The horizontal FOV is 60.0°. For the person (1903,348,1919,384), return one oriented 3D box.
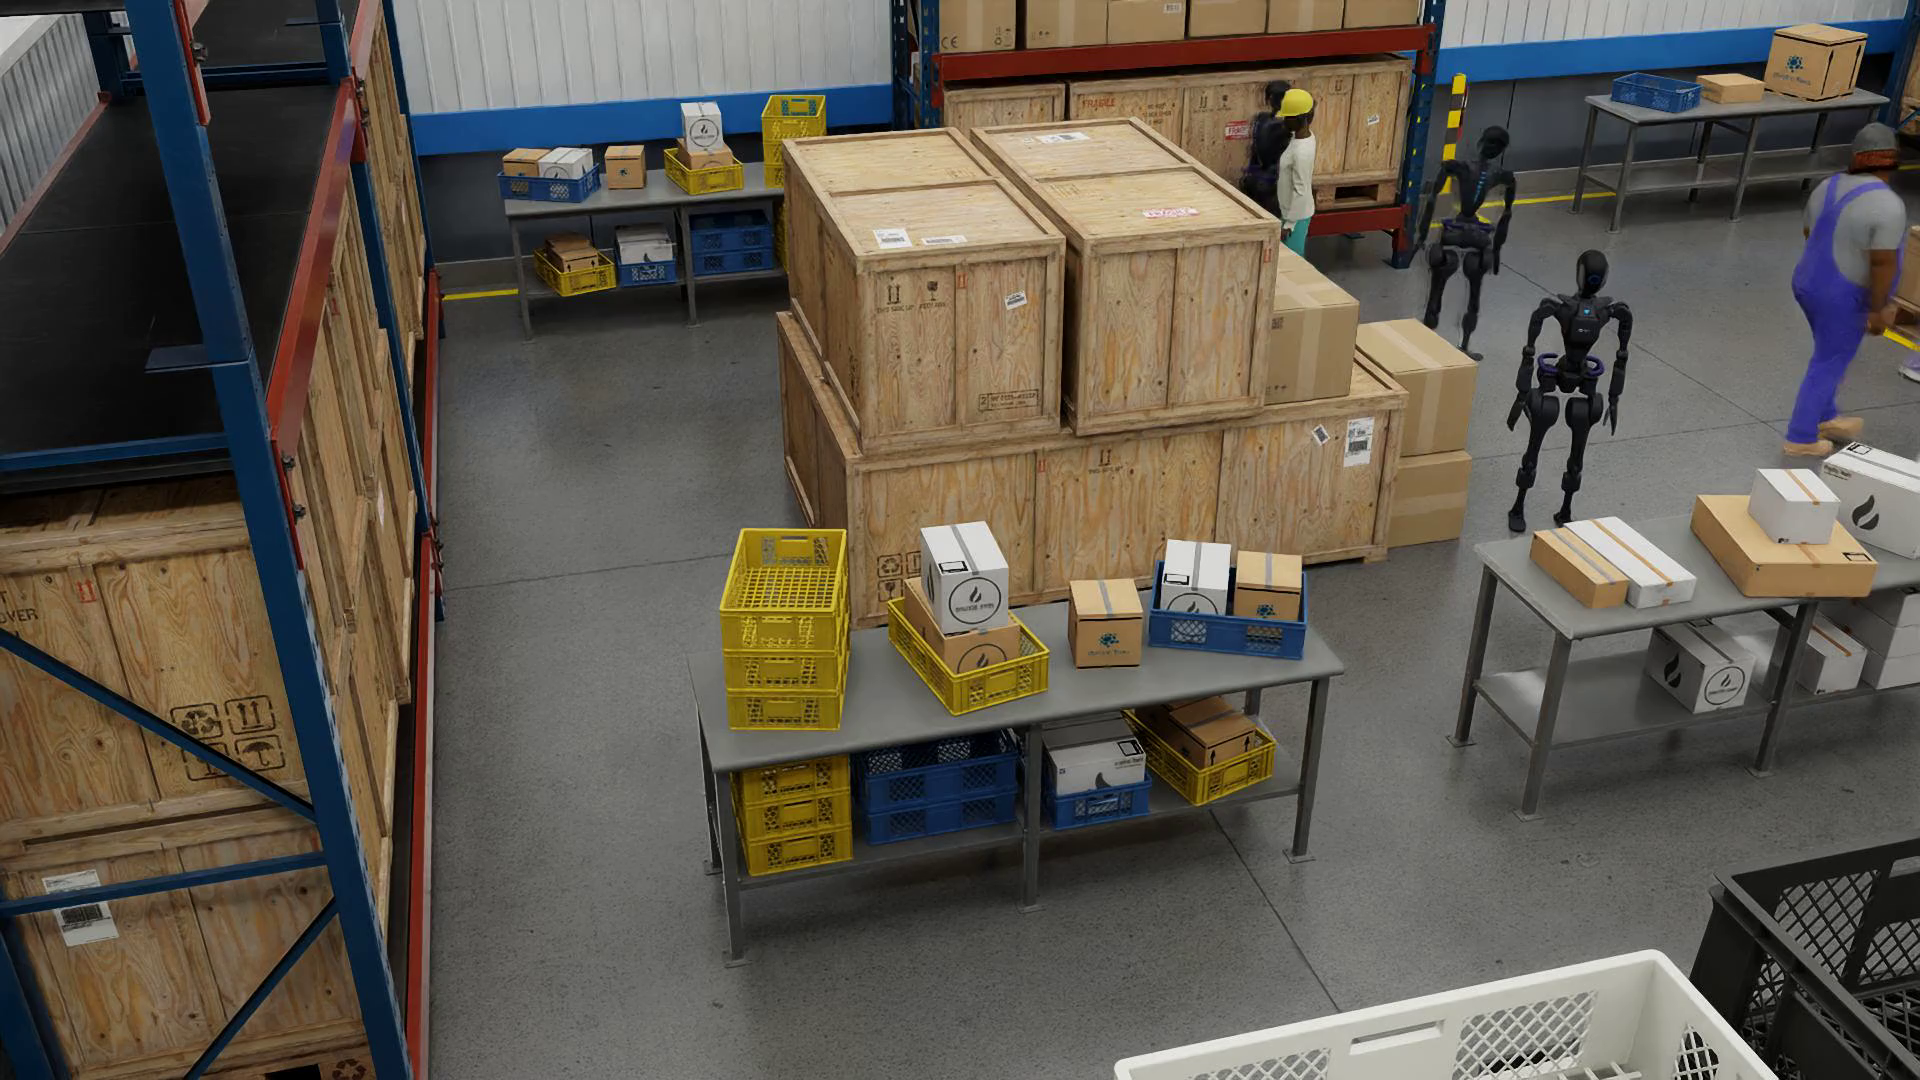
[{"bbox_3d":[6.677,-1.720,10.584,0.590,1.867,1.003,-17,33,-27],"label":"person"}]

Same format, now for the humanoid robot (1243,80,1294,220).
[{"bbox_3d":[2.266,-2.580,12.336,0.444,1.645,0.595,-9,30,-16],"label":"humanoid robot"}]

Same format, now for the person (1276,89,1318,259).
[{"bbox_3d":[2.334,-2.300,11.746,0.325,1.760,0.524,5,29,10],"label":"person"}]

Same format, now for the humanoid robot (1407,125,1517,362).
[{"bbox_3d":[3.378,-1.999,11.306,0.655,1.632,0.371,3,29,6],"label":"humanoid robot"}]

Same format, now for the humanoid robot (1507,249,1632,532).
[{"bbox_3d":[3.317,-0.796,9.097,0.579,1.651,0.307,5,29,9],"label":"humanoid robot"}]

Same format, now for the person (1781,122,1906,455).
[{"bbox_3d":[5.391,-1.525,10.051,0.627,2.000,0.738,-1,29,-2],"label":"person"}]
